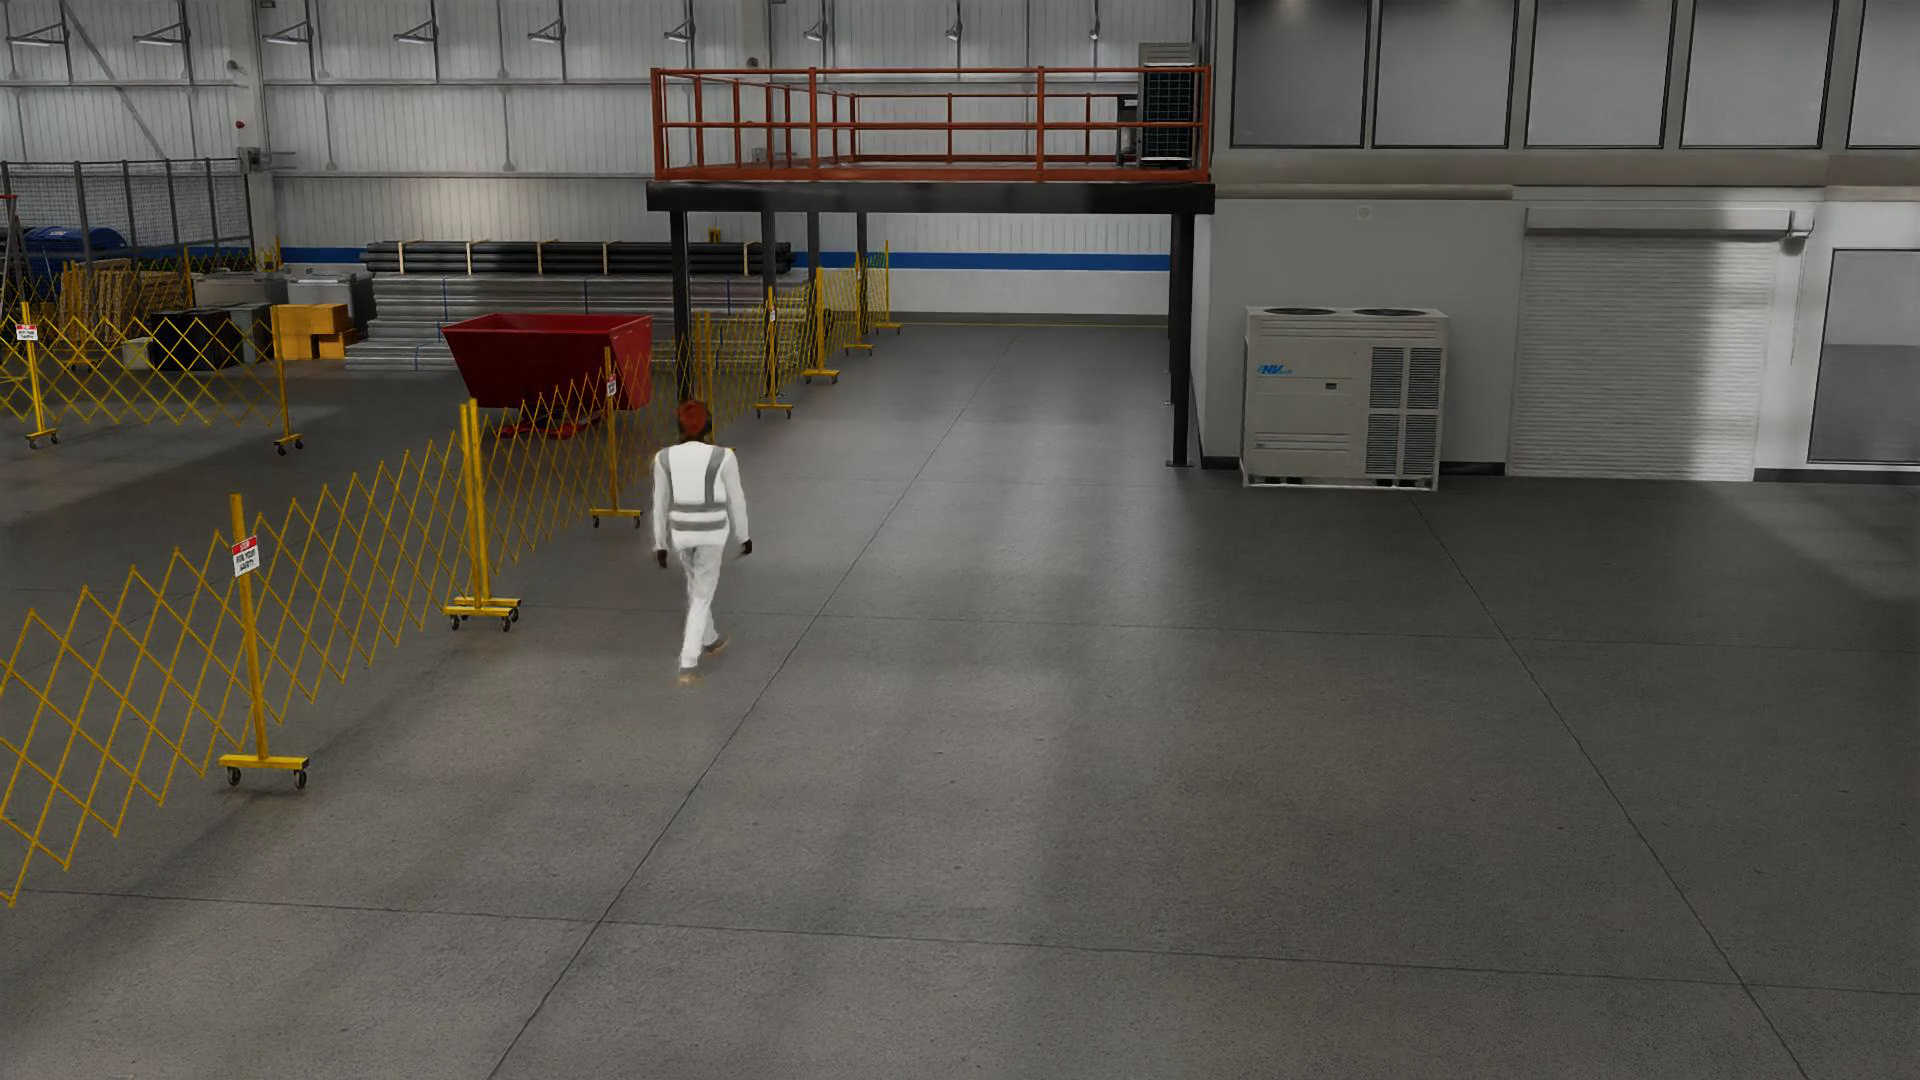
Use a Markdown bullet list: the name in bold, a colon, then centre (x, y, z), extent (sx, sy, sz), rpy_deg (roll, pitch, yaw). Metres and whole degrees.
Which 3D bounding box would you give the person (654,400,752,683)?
- **person**: centre (-1.730, -0.007, 11.017), extent (0.582, 1.839, 0.978), rpy_deg (4, 14, 17)
